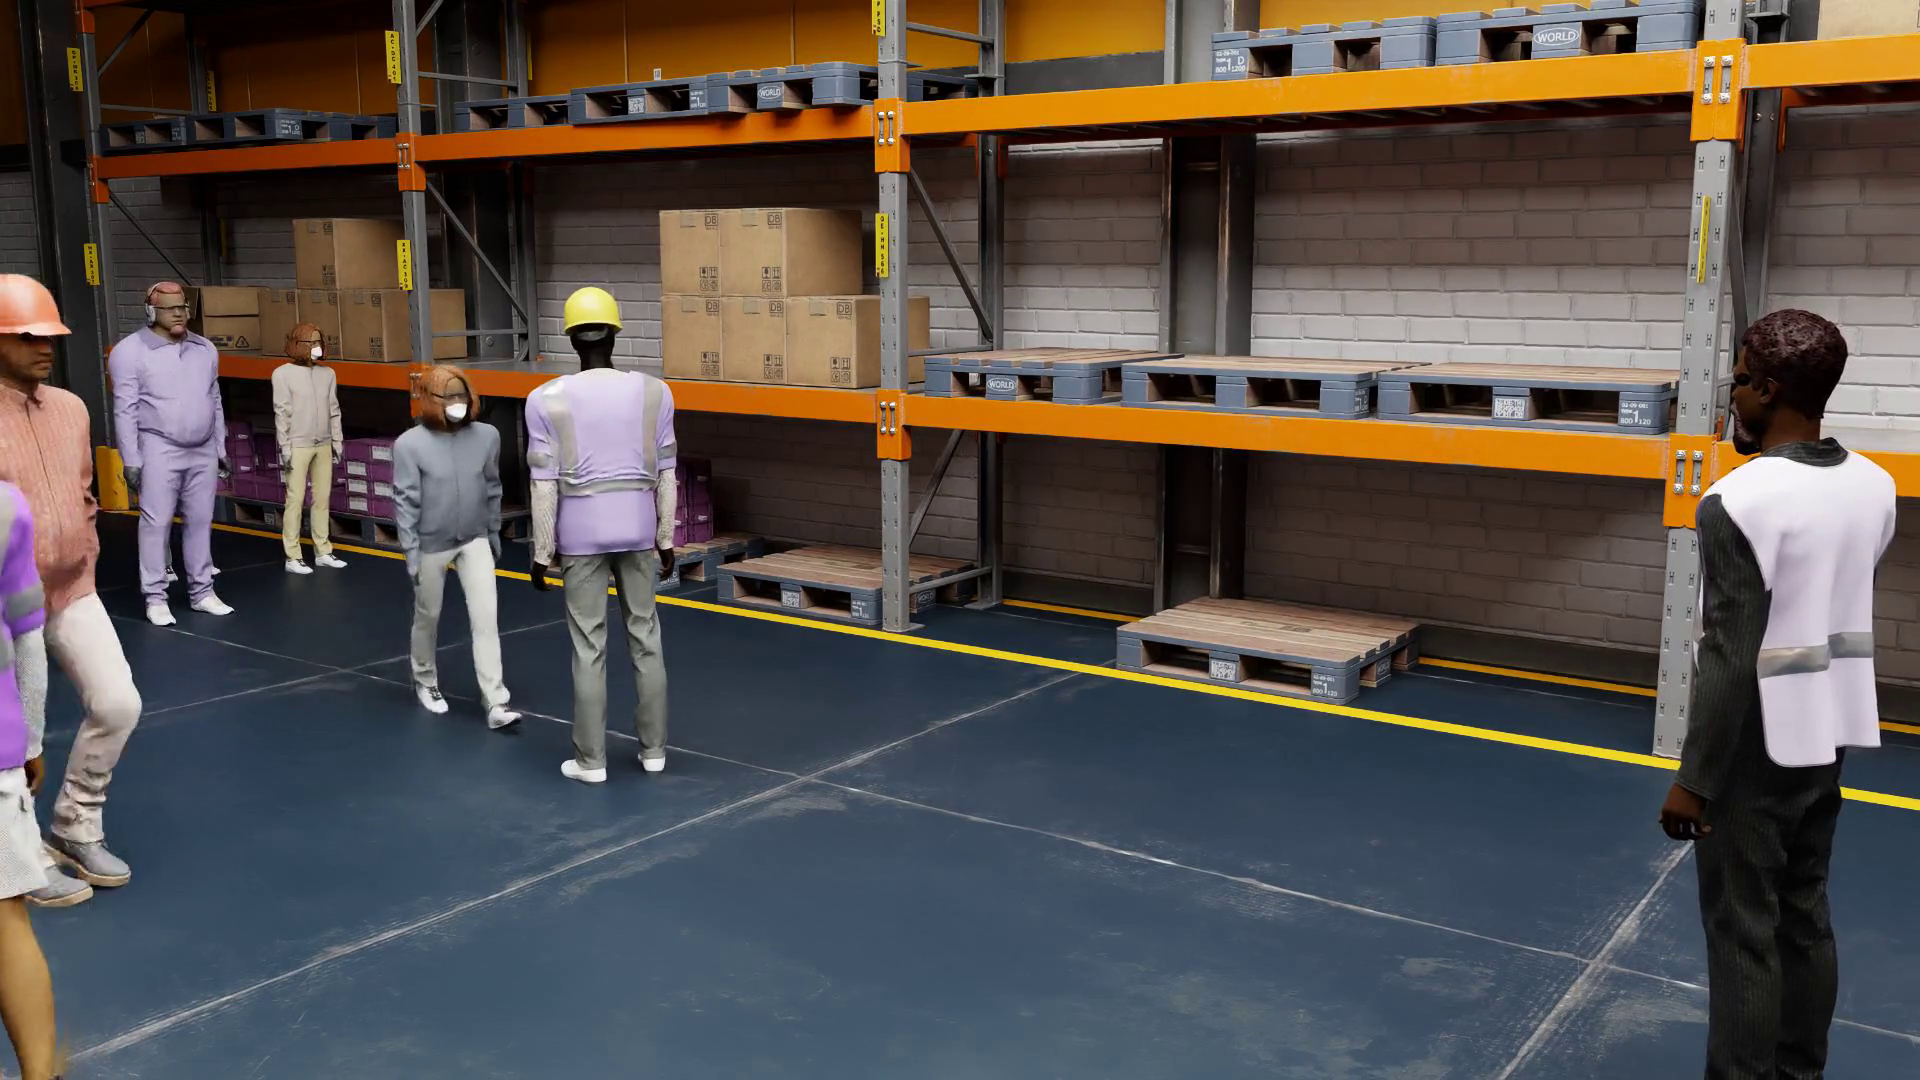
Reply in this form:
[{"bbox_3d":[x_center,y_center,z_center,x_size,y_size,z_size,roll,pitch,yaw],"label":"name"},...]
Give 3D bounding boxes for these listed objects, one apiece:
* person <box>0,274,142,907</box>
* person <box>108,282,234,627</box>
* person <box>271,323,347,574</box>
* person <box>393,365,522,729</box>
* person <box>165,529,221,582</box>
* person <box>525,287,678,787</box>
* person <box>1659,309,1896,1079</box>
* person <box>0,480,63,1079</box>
[{"bbox_3d":[-2.844,0.181,5.131,0.495,1.976,0.644,3,10,19],"label":"person"},{"bbox_3d":[-4.377,-0.483,9.316,0.403,1.906,0.652,6,11,32],"label":"person"},{"bbox_3d":[-4.237,-0.597,10.841,0.271,1.629,0.501,5,11,29],"label":"person"},{"bbox_3d":[-2.202,0.029,7.228,0.526,1.580,0.881,-8,12,-38],"label":"person"},{"bbox_3d":[-4.967,-0.559,10.582,0.268,1.631,0.507,6,11,33],"label":"person"},{"bbox_3d":[-1.380,-0.006,6.439,0.584,1.919,0.382,-5,11,-28],"label":"person"},{"bbox_3d":[1.792,0.459,3.672,0.594,1.919,0.388,-7,12,-34],"label":"person"},{"bbox_3d":[-2.242,0.478,3.628,0.542,1.902,0.962,-9,13,-43],"label":"person"}]
